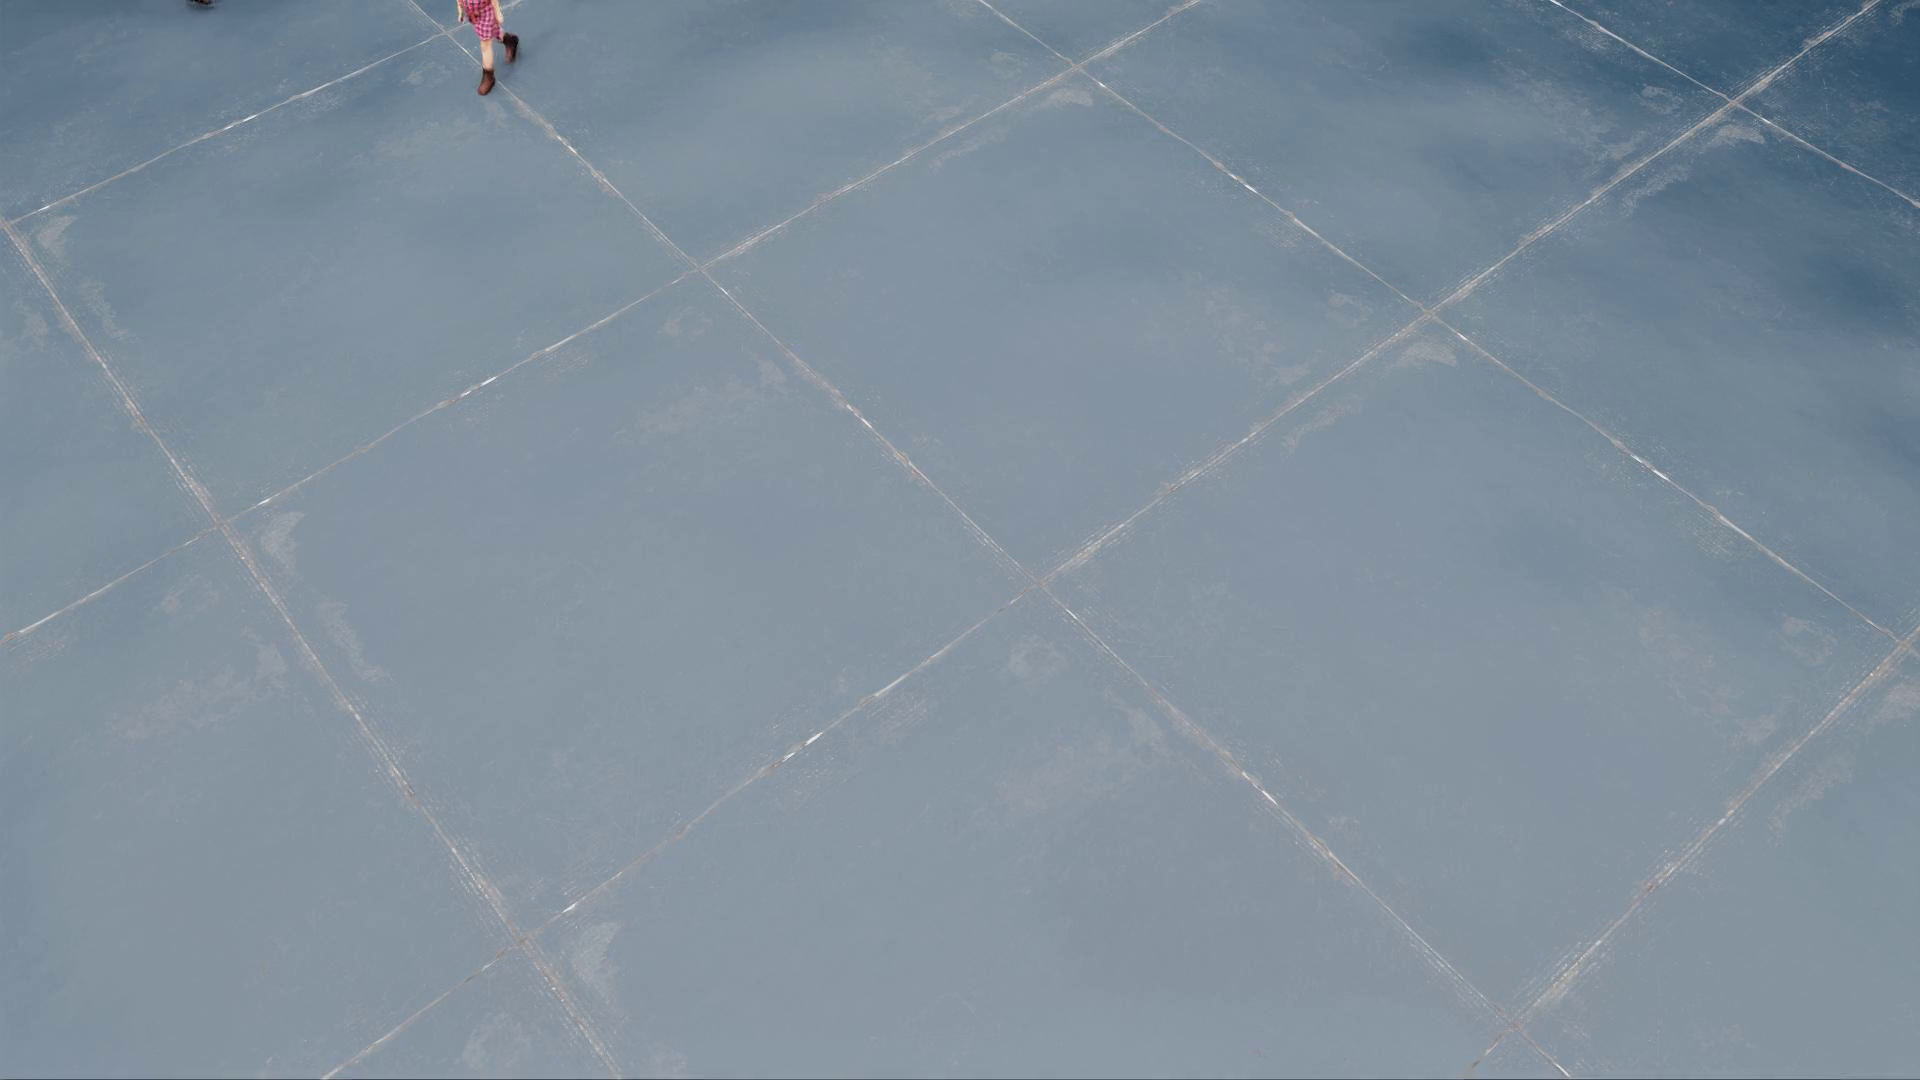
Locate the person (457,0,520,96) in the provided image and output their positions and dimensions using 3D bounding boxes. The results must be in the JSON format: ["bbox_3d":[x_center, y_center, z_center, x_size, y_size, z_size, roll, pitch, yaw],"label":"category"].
[{"bbox_3d":[-3.014,-3.386,10.525,0.636,1.010,0.796,18,54,13],"label":"person"}]
